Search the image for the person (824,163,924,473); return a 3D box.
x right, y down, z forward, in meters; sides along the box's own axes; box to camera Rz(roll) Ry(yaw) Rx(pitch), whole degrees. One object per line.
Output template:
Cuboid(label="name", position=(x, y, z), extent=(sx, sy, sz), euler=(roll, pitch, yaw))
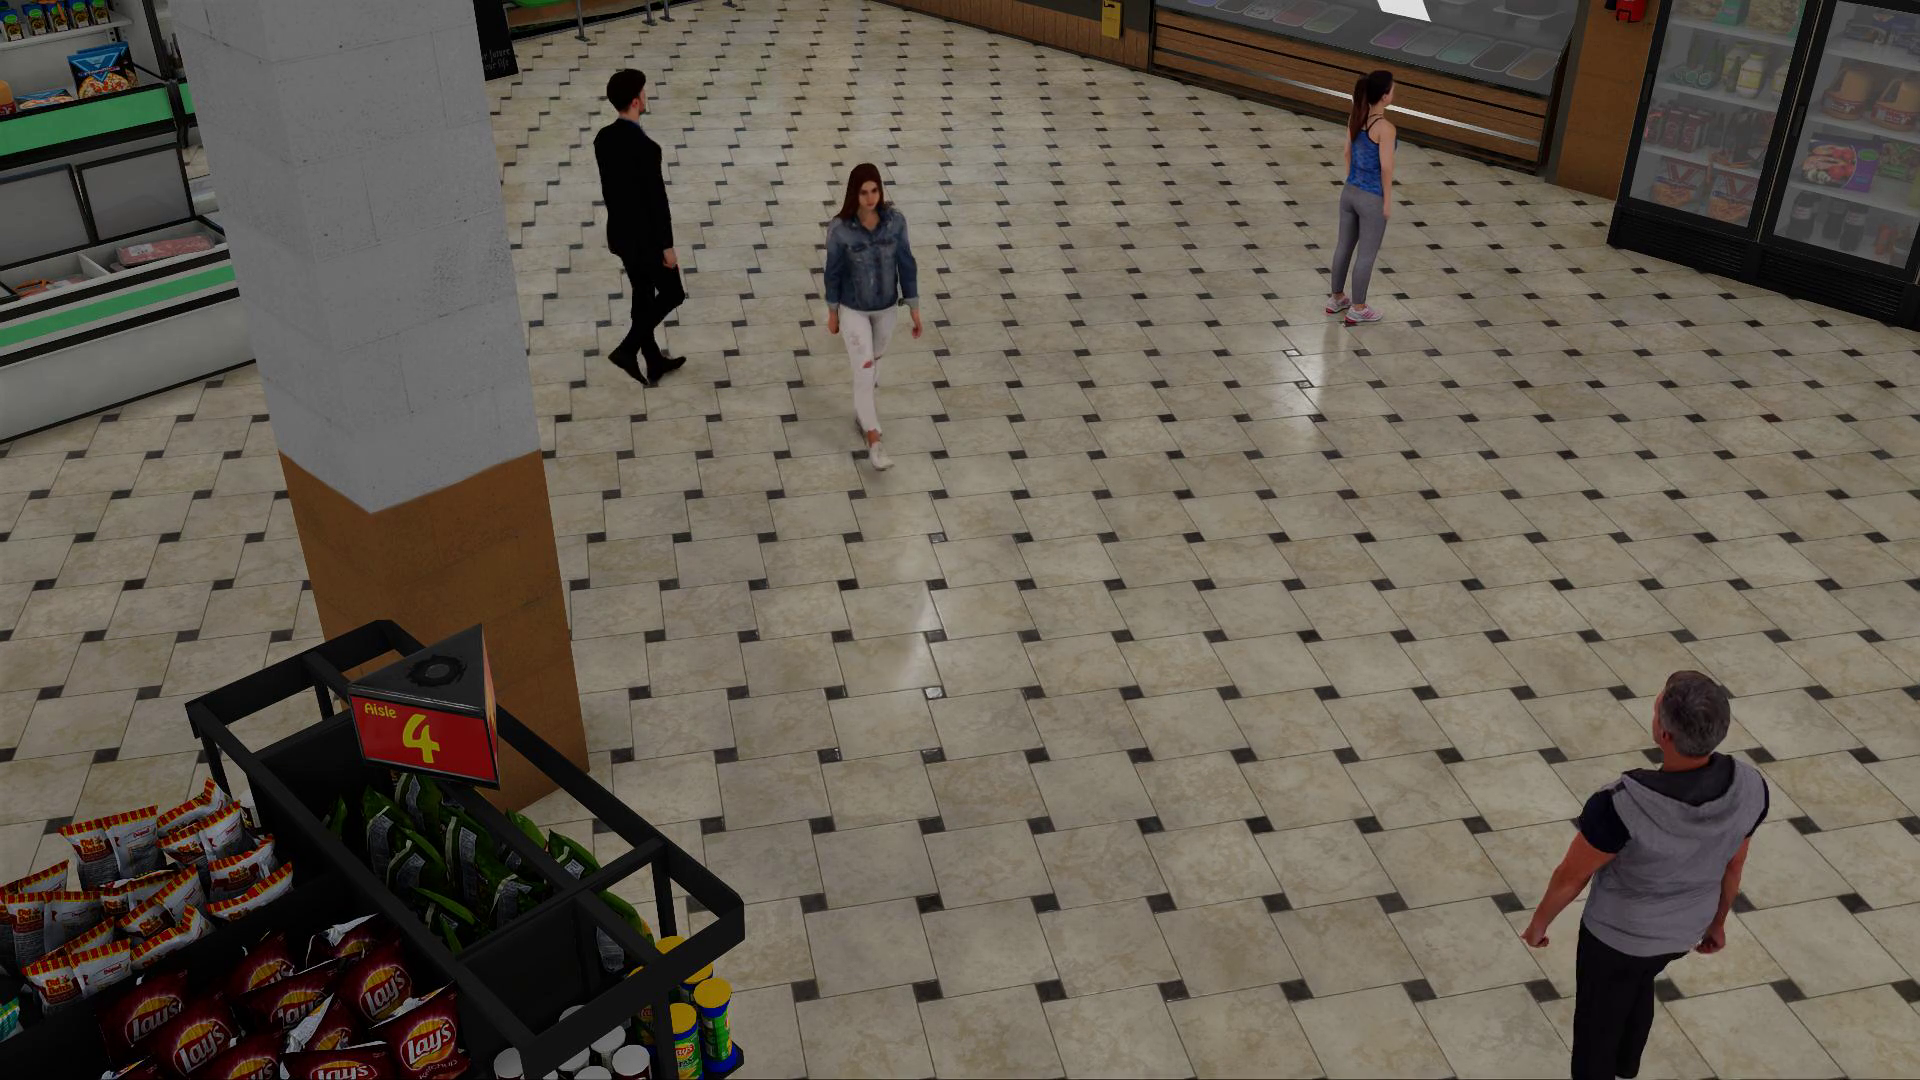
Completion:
Cuboid(label="person", position=(-0.526, -1.274, 9.071), extent=(1.043, 1.654, 0.898), euler=(-15, 35, -22))

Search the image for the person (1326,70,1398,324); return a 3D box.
Cuboid(label="person", position=(2.573, -2.178, 10.565), extent=(0.623, 1.610, 0.623), euler=(-16, 35, -24))

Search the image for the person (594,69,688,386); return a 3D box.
Cuboid(label="person", position=(-1.904, -1.742, 9.607), extent=(0.726, 1.881, 0.846), euler=(26, 40, 35))

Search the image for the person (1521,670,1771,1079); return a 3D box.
Cuboid(label="person", position=(2.060, 1.213, 4.922), extent=(0.795, 1.815, 0.900), euler=(-6, 32, -10))
